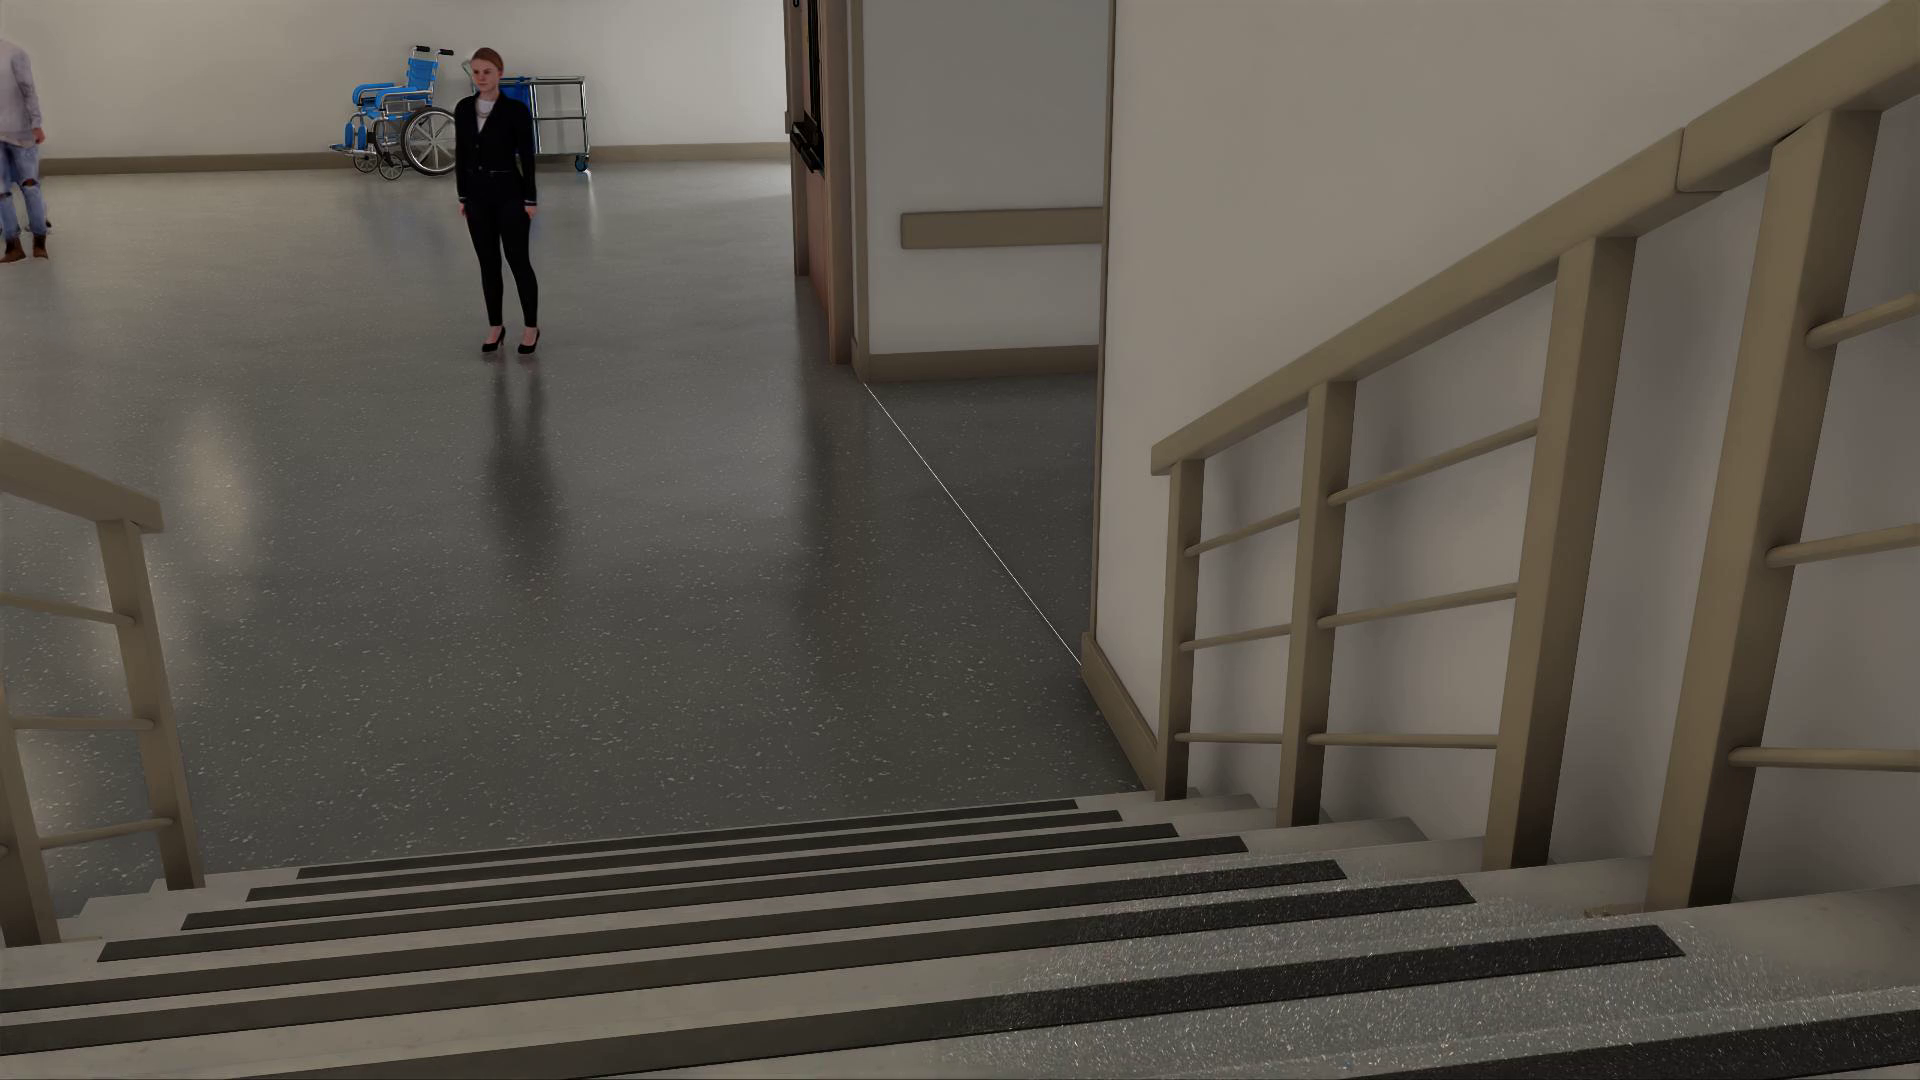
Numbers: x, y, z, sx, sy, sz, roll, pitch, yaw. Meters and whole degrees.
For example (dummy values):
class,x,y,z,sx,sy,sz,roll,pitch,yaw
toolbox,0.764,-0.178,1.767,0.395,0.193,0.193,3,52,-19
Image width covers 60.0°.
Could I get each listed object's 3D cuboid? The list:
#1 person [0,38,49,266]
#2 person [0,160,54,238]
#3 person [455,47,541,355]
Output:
class,x,y,z,sx,sy,sz,roll,pitch,yaw
person,-6.735,-2.891,11.787,0.765,1.809,0.865,-7,22,-19
person,-7.235,-3.057,12.512,0.802,1.606,0.711,12,24,29
person,-2.576,-1.881,9.296,0.690,1.683,0.673,5,21,12
